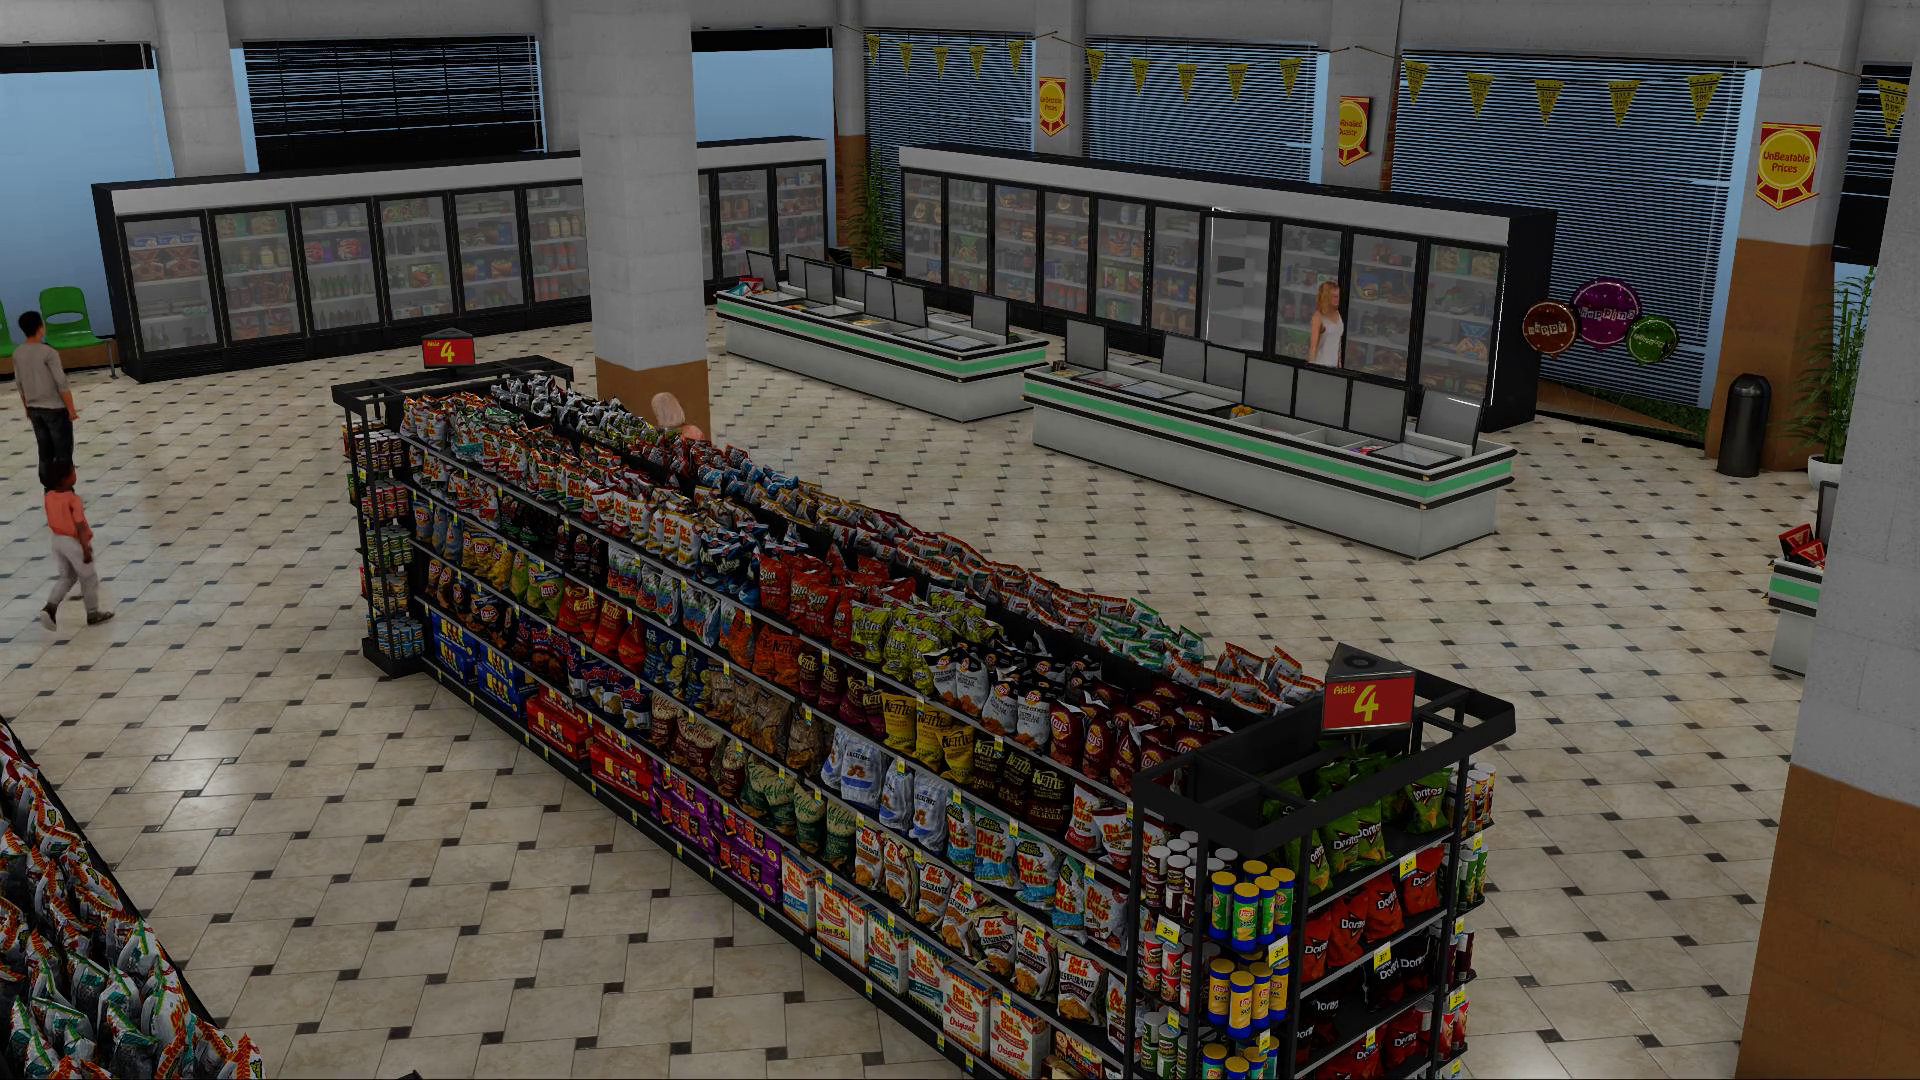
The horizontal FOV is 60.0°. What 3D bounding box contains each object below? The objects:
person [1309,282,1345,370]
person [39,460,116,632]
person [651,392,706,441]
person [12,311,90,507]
[{"bbox_3d":[3.787,-1.909,17.544,0.630,1.660,0.776,-17,25,-41],"label":"person"},{"bbox_3d":[-6.614,0.057,12.280,0.789,1.299,0.771,7,20,19],"label":"person"},{"bbox_3d":[-2.015,-0.251,12.626,0.746,1.661,1.157,-16,24,-39],"label":"person"},{"bbox_3d":[-8.328,-1.187,15.157,0.725,1.817,0.817,4,19,11],"label":"person"}]
